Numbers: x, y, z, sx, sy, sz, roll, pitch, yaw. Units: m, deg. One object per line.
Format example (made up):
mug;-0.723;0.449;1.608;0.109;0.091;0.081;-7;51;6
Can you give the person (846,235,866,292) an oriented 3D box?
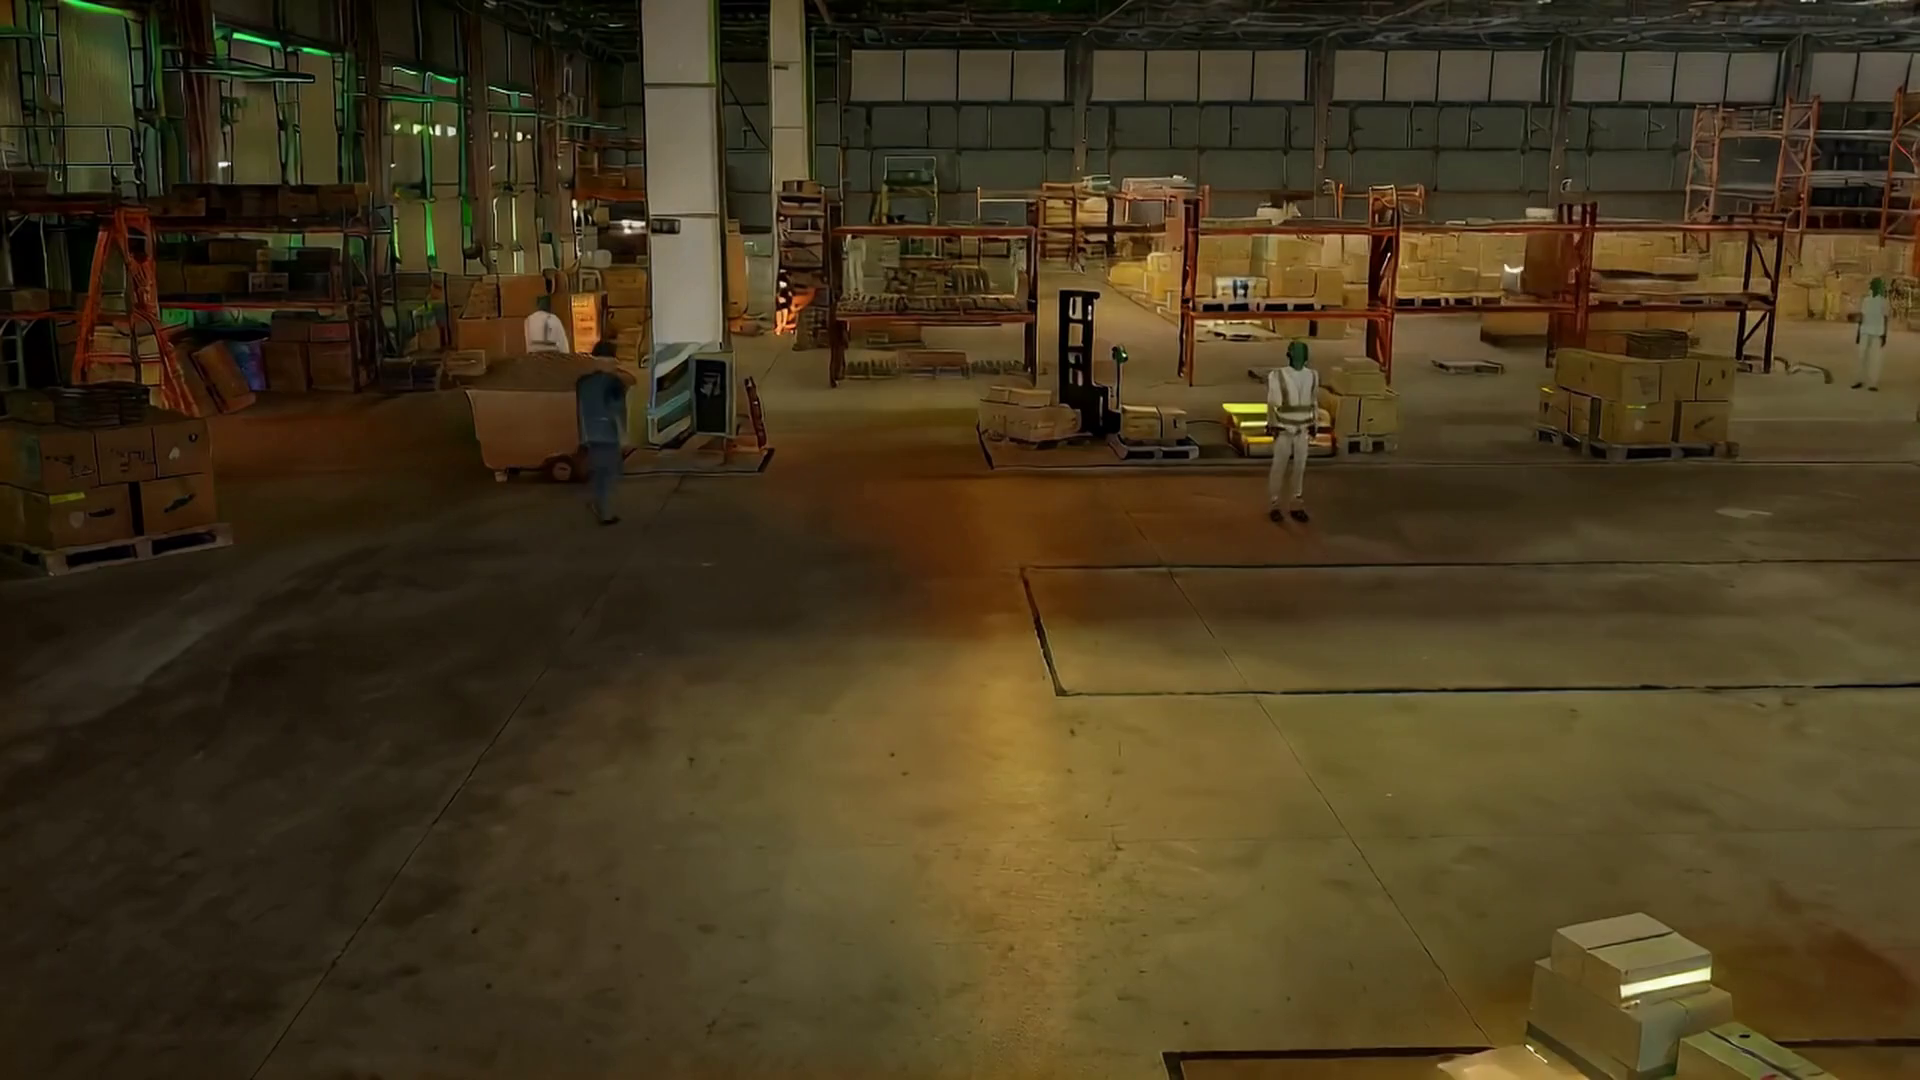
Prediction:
person;-3.129;-8.381;49.758;0.620;1.909;0.464;7;14;29

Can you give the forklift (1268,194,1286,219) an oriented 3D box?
forklift;10.412;-9.995;54.846;1.873;2.768;1.129;0;12;-2

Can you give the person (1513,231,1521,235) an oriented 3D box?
person;17.587;-9.007;52.505;0.647;1.942;0.990;-3;13;-14

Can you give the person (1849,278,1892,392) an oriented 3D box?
person;14.932;-3.359;27.224;0.319;1.857;0.527;-7;14;-29

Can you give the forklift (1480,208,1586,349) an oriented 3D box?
forklift;11.694;-5.312;33.705;1.873;2.768;1.129;0;12;-2

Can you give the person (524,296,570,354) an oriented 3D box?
person;-5.967;-2.626;24.078;0.640;1.793;0.978;8;15;33

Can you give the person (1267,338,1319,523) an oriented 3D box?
person;3.405;-1.115;17.018;0.574;1.886;0.356;-4;13;-17

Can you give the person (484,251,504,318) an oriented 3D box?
person;-11.482;-6.268;40.872;0.521;1.632;0.314;10;16;39

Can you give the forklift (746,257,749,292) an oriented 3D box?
forklift;-7.181;-8.598;48.541;1.873;2.768;1.129;0;12;-2

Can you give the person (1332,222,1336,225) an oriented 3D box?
person;12.635;-9.913;56.648;0.655;1.926;0.436;3;13;14

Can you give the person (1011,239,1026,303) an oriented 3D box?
person;1.590;-6.793;42.702;0.623;1.882;1.057;-2;13;-11

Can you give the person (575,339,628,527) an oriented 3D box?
person;-3.602;-1.044;16.641;0.597;1.909;0.588;5;14;22

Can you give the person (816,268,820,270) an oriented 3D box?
person;-3.996;-7.229;45.091;0.442;1.687;0.536;-9;16;-36

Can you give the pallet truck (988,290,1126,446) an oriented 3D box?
pallet truck;1.257;-2.299;22.111;1.885;1.965;0.823;-9;15;-35
